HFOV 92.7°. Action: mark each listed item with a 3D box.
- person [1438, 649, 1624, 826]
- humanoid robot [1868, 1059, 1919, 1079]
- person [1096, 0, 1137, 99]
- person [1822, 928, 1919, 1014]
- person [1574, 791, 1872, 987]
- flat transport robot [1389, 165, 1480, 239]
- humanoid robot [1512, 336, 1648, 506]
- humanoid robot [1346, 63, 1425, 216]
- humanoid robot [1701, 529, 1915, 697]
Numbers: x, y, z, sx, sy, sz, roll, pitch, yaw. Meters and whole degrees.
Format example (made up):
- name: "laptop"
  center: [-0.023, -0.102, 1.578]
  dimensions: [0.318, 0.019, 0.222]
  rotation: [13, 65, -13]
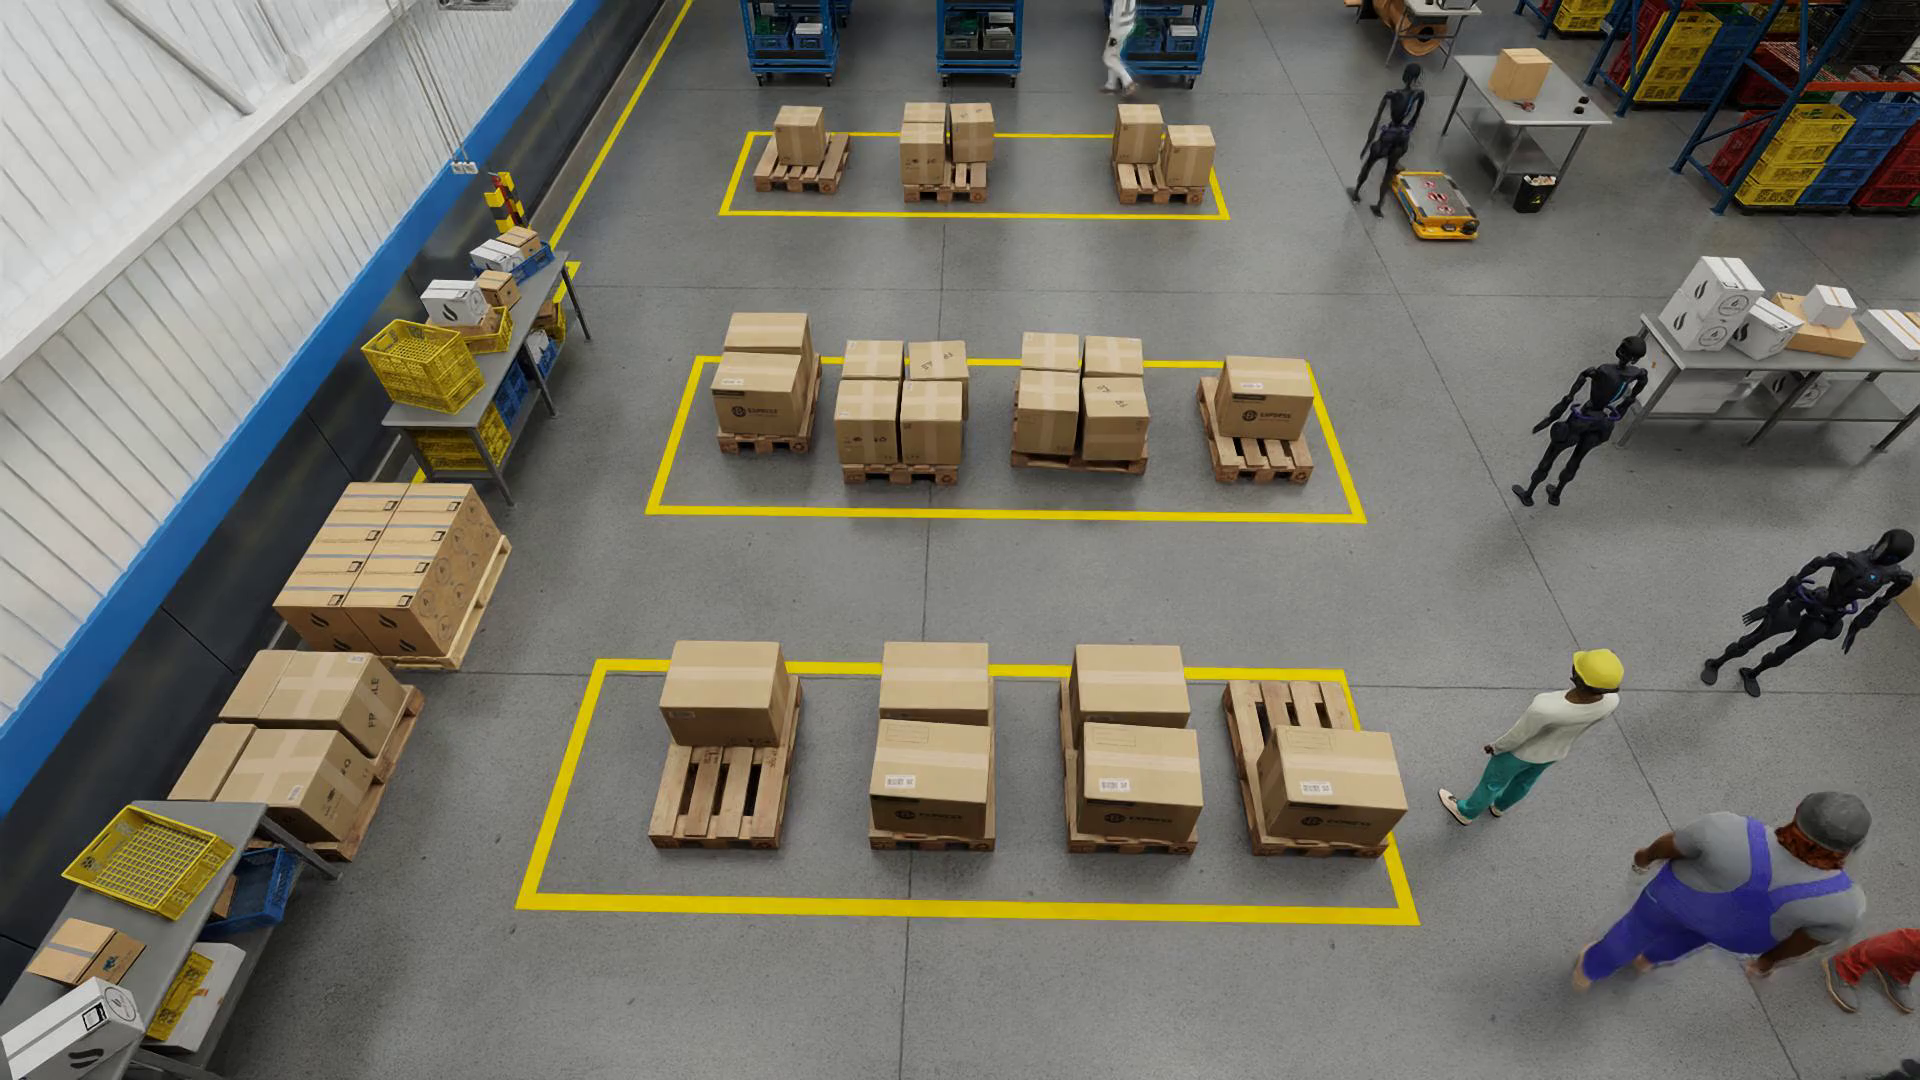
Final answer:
- name: "person"
  center: [3.431, 1.207, 5.497]
  dimensions: [0.525, 1.768, 0.312]
  rotation: [-8, 50, -7]
- name: "humanoid robot"
  center: [5.261, 2.437, 4.510]
  dimensions: [0.523, 1.630, 0.713]
  rotation: [8, 50, 7]
- name: "person"
  center: [2.232, -7.005, 12.541]
  dimensions: [0.533, 1.870, 0.585]
  rotation: [19, 52, 16]
- name: "person"
  center: [5.355, 1.991, 4.669]
  dimensions: [0.621, 1.991, 0.394]
  rotation: [2, 49, 2]
- name: "person"
  center: [3.953, 1.819, 4.788]
  dimensions: [0.705, 2.000, 0.764]
  rotation: [33, 57, 25]
- name: "flat transport robot"
  center: [5.692, -4.094, 11.059]
  dimensions: [0.652, 0.197, 1.431]
  rotation: [1, 49, 1]
- name: "humanoid robot"
  center: [5.035, -0.948, 7.413]
  dimensions: [0.584, 1.657, 0.327]
  rotation: [2, 49, 1]
- name: "humanoid robot"
  center: [4.982, -4.663, 10.653]
  dimensions: [0.607, 1.627, 0.705]
  rotation: [-4, 49, -3]
- name: "humanoid robot"
  center: [5.715, 0.507, 6.154]
  dimensions: [0.609, 1.656, 0.315]
  rotation: [17, 51, 14]
